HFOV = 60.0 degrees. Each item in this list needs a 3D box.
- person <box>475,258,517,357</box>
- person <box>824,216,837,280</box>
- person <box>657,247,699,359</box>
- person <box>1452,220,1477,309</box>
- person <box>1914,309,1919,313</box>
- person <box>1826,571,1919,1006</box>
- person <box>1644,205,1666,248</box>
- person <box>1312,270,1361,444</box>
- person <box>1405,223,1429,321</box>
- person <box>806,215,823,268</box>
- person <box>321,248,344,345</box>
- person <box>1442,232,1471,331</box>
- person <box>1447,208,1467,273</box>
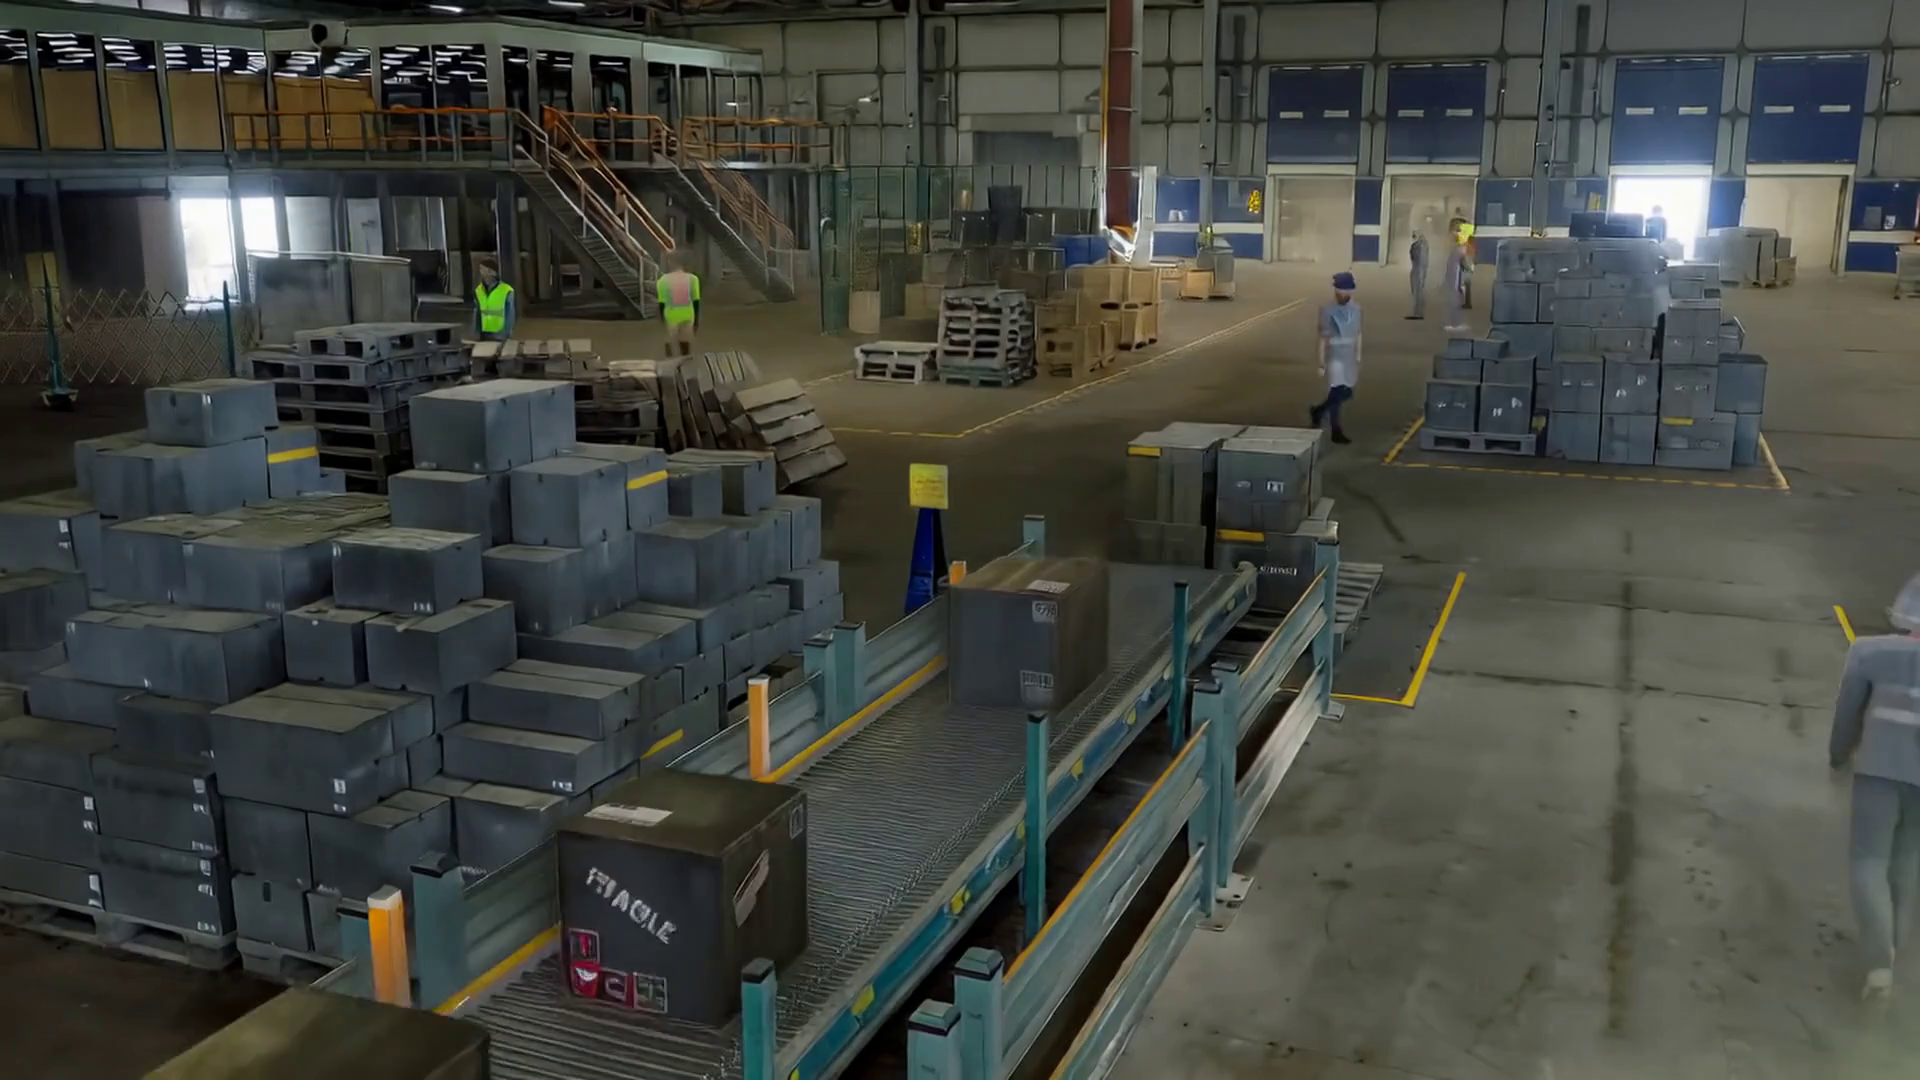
[{"bbox_3d":[-5.869,-2.611,21.079,0.597,1.914,0.370,6,14,25],"label":"person"},{"bbox_3d":[-3.583,-8.017,45.718,0.308,1.743,0.494,-5,13,-21],"label":"person"},{"bbox_3d":[-3.910,-3.086,23.130,0.614,1.949,0.420,-5,14,-22],"label":"person"},{"bbox_3d":[10.972,-5.974,36.115,0.379,1.937,0.547,-2,13,-9],"label":"person"},{"bbox_3d":[20.436,-5.658,34.932,0.429,1.837,0.621,-1,13,-5],"label":"person"},{"bbox_3d":[3.493,0.885,6.133,0.496,1.591,0.845,5,13,19],"label":"person"},{"bbox_3d":[19.851,-8.551,47.544,0.622,1.992,0.396,1,13,3],"label":"person"},{"bbox_3d":[4.191,-2.052,18.568,0.565,1.918,0.637,-8,15,-31],"label":"person"},{"bbox_3d":[9.245,-5.395,33.517,0.352,1.937,0.635,0,13,0],"label":"person"},{"bbox_3d":[-4.503,-9.412,51.559,0.607,1.925,0.443,-5,14,-23],"label":"person"},{"bbox_3d":[-9.999,-3.763,26.585,0.327,1.769,0.525,-12,17,-42],"label":"person"},{"bbox_3d":[9.366,-4.822,31.140,0.663,1.845,0.552,-2,13,-7],"label":"person"},{"bbox_3d":[14.539,-8.746,48.638,0.593,1.917,0.599,-7,14,-27],"label":"person"}]
